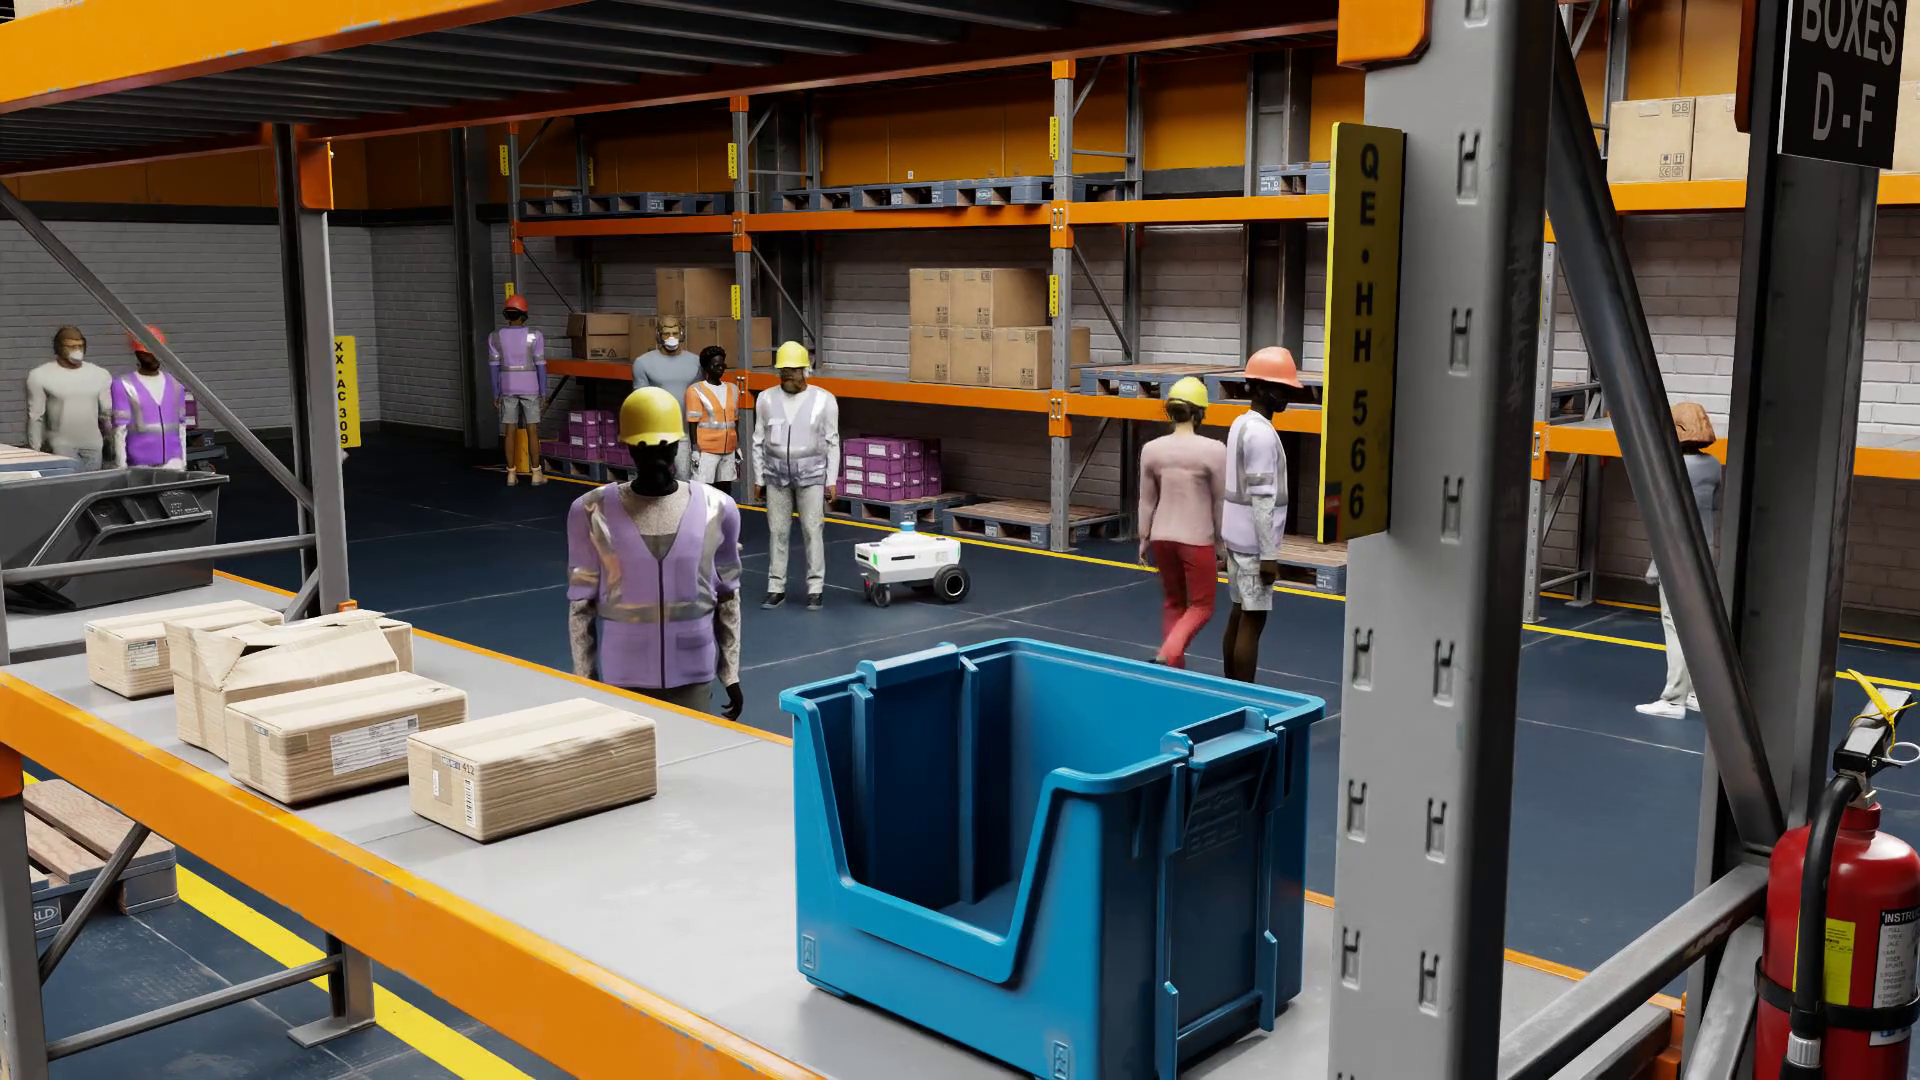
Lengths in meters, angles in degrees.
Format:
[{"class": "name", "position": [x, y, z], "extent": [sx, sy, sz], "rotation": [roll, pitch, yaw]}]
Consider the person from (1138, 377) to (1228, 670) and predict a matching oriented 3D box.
[{"class": "person", "position": [1.161, 0.005, 8.873], "extent": [0.518, 1.743, 0.618], "rotation": [7, 12, 37]}]

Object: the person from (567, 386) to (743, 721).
[{"class": "person", "position": [-1.021, 0.440, 5.663], "extent": [0.590, 1.926, 0.388], "rotation": [-3, 10, -17]}]

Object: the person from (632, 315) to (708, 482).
[{"class": "person", "position": [-2.348, -0.854, 13.563], "extent": [0.628, 1.940, 0.373], "rotation": [-4, 10, -23]}]

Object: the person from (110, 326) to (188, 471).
[{"class": "person", "position": [-6.012, -0.634, 12.325], "extent": [0.865, 1.913, 0.554], "rotation": [8, 12, 39]}]

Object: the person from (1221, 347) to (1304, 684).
[{"class": "person", "position": [1.496, 0.008, 8.297], "extent": [0.376, 1.932, 0.543], "rotation": [0, 9, 0]}]

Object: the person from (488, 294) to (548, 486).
[{"class": "person", "position": [-4.711, -1.596, 17.789], "extent": [0.605, 2.045, 0.376], "rotation": [0, 9, -3]}]

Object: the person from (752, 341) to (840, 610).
[{"class": "person", "position": [-1.120, -0.429, 11.281], "extent": [0.600, 1.829, 0.404], "rotation": [1, 9, 7]}]

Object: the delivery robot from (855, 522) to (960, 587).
[{"class": "delivery robot", "position": [-0.364, 0.119, 11.541], "extent": [0.707, 0.478, 0.477], "rotation": [-5, 11, -29]}]

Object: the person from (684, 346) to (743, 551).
[{"class": "person", "position": [-1.997, -0.734, 13.564], "extent": [0.318, 1.697, 0.535], "rotation": [9, 13, 42]}]

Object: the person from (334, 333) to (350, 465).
[{"class": "person", "position": [-7.158, -1.580, 18.978], "extent": [0.630, 1.615, 0.551], "rotation": [4, 10, 25]}]

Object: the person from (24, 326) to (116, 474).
[{"class": "person", "position": [-6.875, -0.719, 12.933], "extent": [1.026, 1.886, 0.642], "rotation": [8, 12, 39]}]

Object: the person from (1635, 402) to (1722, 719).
[{"class": "person", "position": [3.730, 0.107, 8.600], "extent": [0.501, 1.633, 0.282], "rotation": [-7, 11, -35]}]
